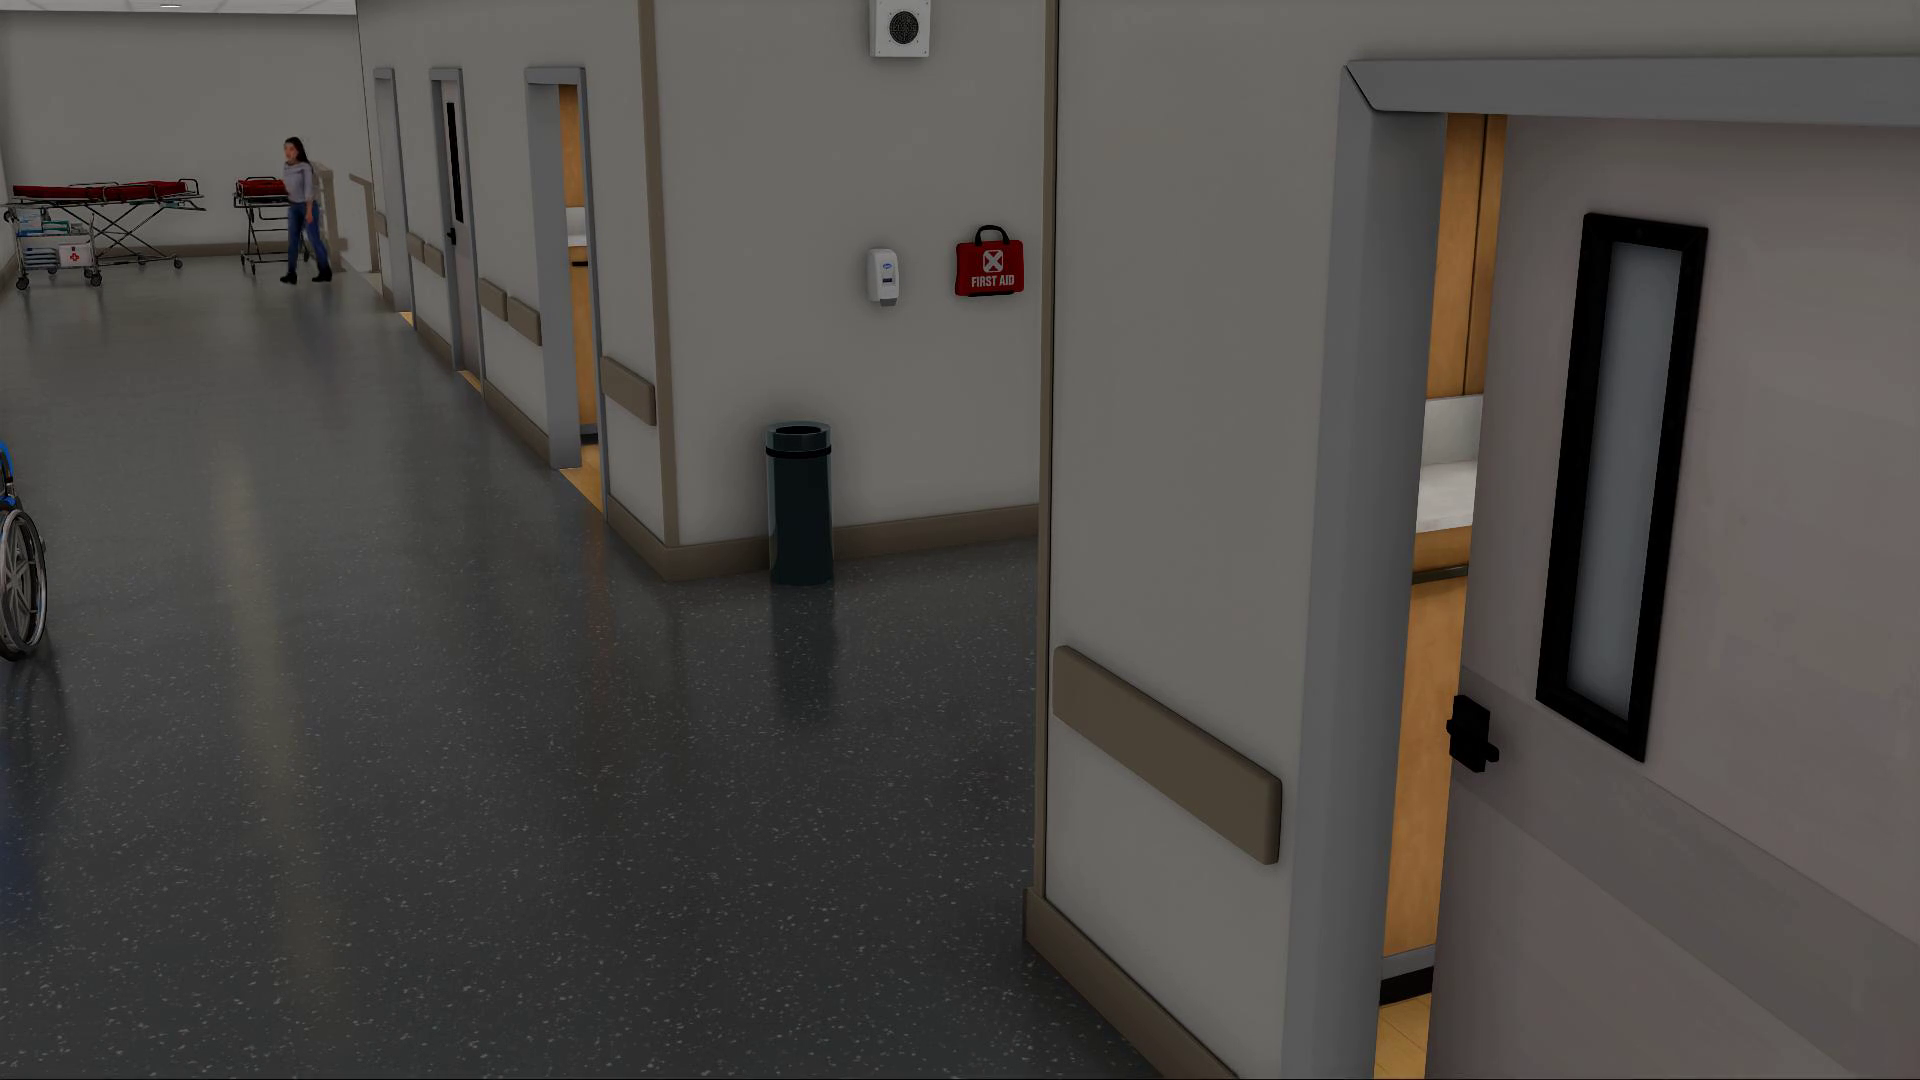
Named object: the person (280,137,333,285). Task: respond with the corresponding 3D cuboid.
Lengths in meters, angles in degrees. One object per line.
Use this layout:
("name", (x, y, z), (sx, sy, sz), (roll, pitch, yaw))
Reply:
("person", (-7.158, -3.602, 18.274), (0.963, 1.584, 0.992), (10, 19, 32))
